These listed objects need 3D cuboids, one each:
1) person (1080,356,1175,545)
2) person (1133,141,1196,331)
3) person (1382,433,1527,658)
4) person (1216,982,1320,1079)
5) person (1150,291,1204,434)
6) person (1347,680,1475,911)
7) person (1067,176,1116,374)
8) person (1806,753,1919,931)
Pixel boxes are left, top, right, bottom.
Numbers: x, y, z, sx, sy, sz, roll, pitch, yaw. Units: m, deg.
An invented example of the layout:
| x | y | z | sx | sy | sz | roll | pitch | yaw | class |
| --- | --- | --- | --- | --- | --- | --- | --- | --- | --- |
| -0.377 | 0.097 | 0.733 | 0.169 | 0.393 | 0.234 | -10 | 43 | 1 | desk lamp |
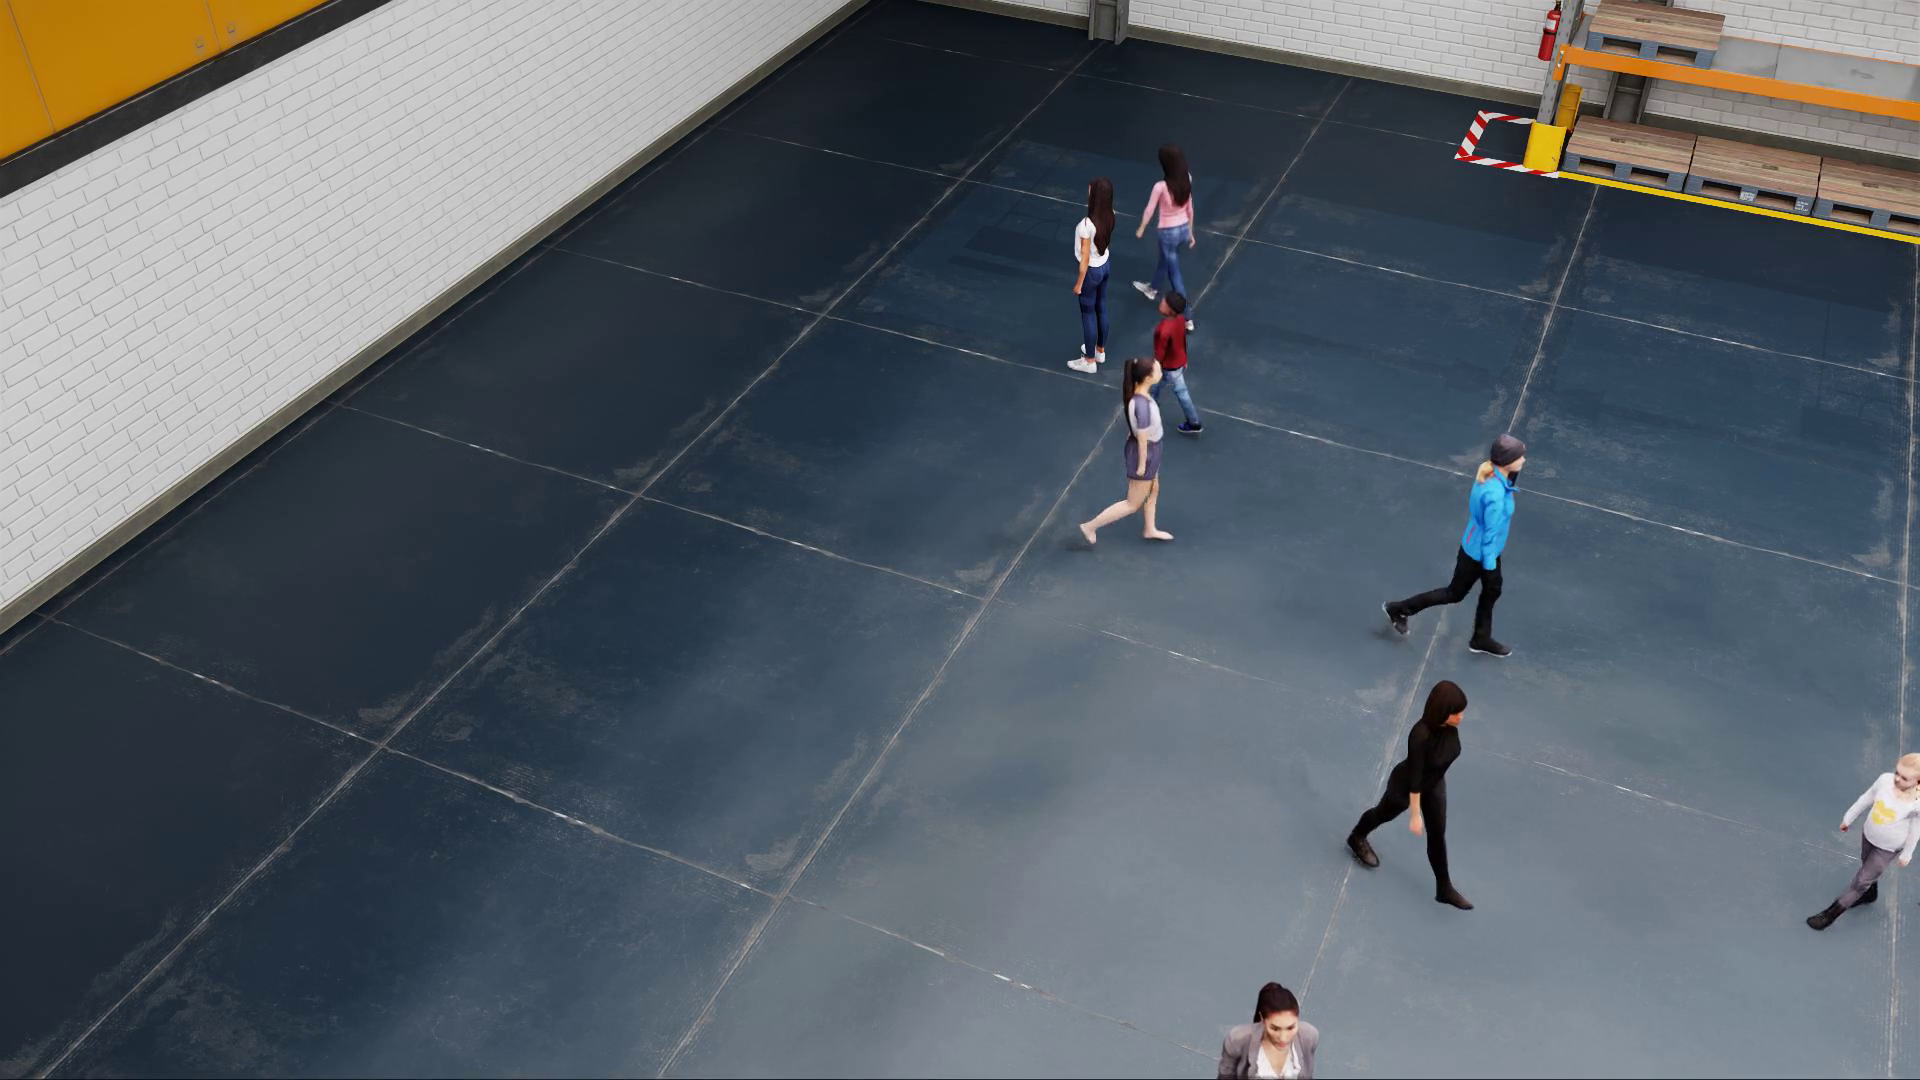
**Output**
| x | y | z | sx | sy | sz | roll | pitch | yaw | class |
| --- | --- | --- | --- | --- | --- | --- | --- | --- | --- |
| 1.225 | -0.605 | 12.007 | 1.046 | 1.629 | 0.864 | -1 | 39 | -1 | person |
| 1.884 | -2.597 | 14.440 | 0.867 | 1.706 | 1.127 | -26 | 45 | -28 | person |
| 3.356 | 0.058 | 11.064 | 1.129 | 1.770 | 0.652 | 14 | 41 | 17 | person |
| 1.417 | 2.668 | 7.869 | 0.693 | 1.678 | 0.784 | -4 | 39 | -5 | person |
| 1.757 | -1.397 | 13.325 | 0.905 | 1.222 | 0.526 | 19 | 42 | 22 | person |
| 2.547 | 1.371 | 9.558 | 0.920 | 1.598 | 1.154 | -26 | 45 | -28 | person |
| 1.130 | -2.221 | 13.914 | 0.566 | 1.775 | 0.623 | 24 | 44 | 27 | person |
| 5.294 | 1.676 | 9.447 | 0.885 | 1.260 | 0.816 | -12 | 40 | -15 | person |
